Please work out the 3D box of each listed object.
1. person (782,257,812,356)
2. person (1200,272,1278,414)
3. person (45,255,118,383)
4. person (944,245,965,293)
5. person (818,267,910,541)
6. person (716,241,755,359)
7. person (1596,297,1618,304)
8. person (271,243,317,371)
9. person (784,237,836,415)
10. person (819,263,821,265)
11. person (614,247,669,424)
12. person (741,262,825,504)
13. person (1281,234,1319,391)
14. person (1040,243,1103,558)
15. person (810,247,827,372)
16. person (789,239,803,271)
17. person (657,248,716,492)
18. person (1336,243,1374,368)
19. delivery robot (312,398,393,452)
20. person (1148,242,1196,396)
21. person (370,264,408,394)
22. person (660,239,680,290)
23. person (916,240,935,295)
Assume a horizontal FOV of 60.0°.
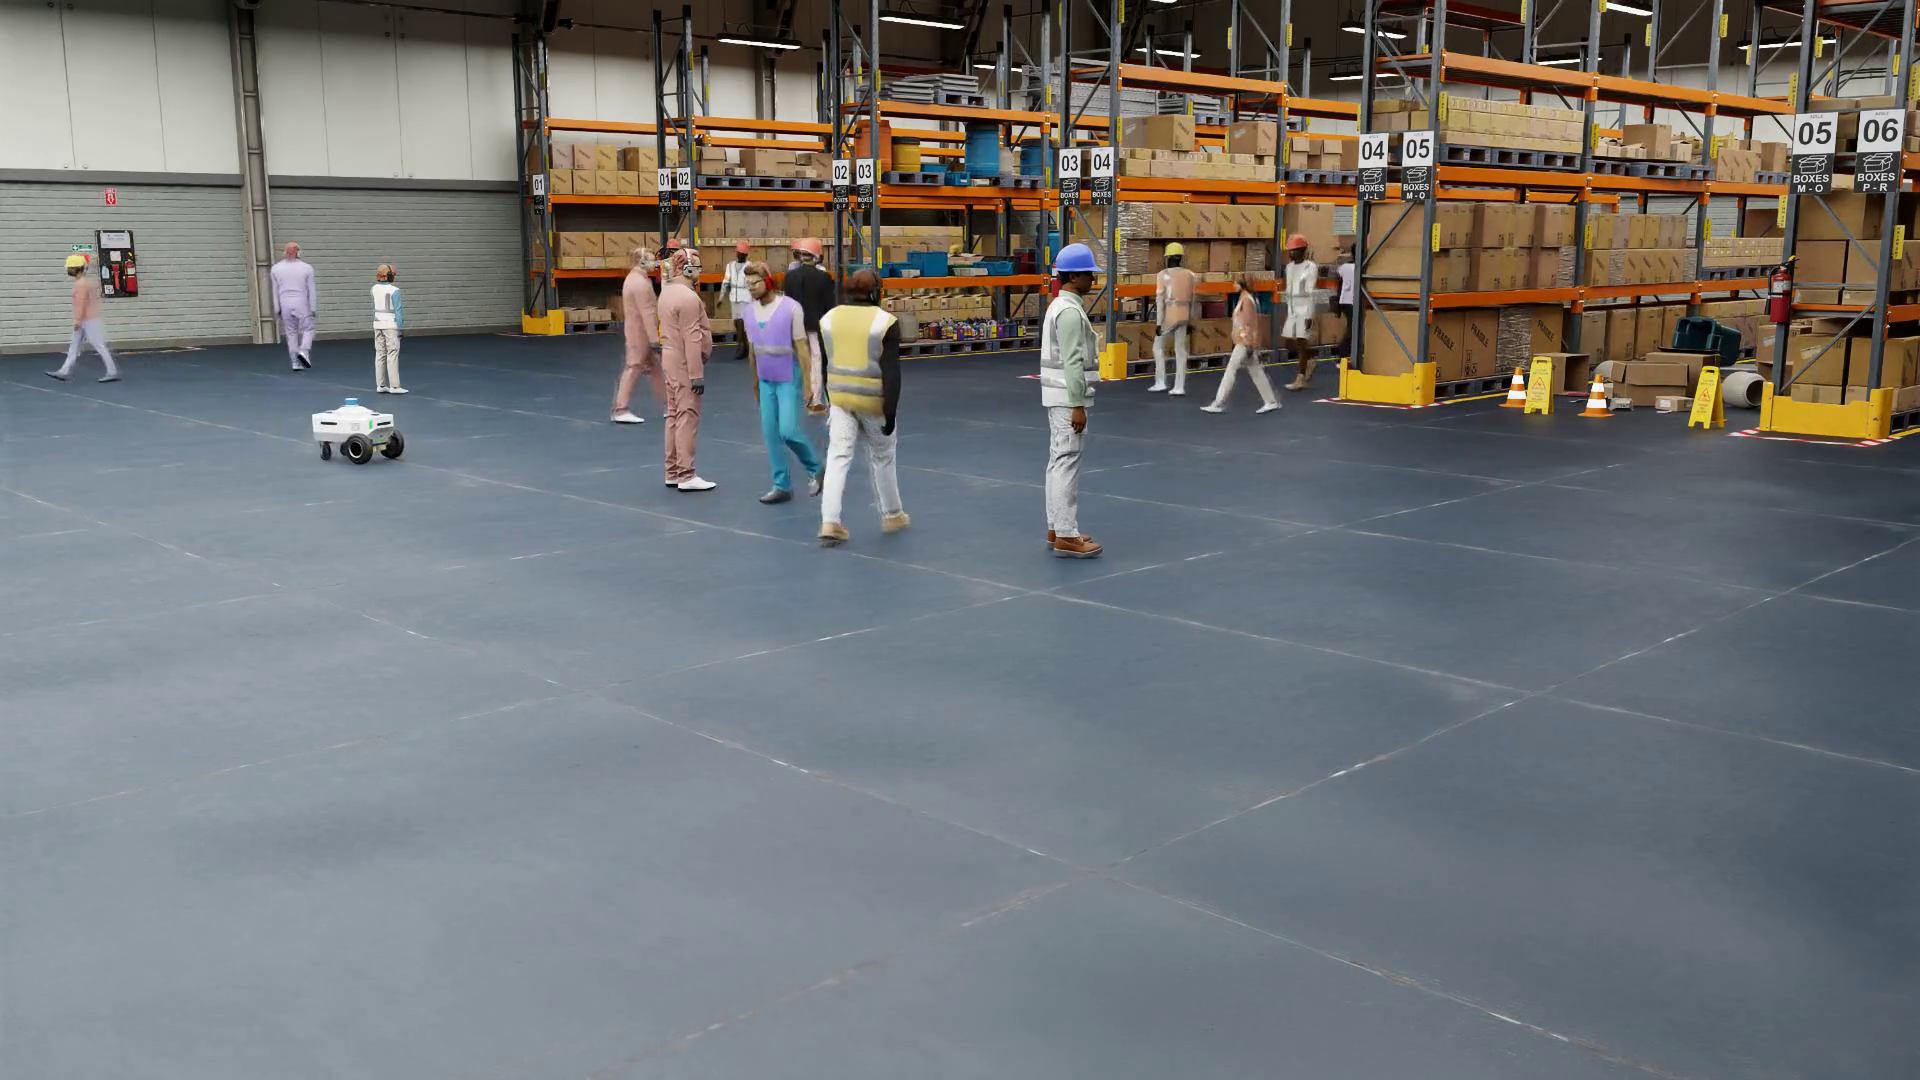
[{"bbox_3d":[-2.545,-3.697,26.486,0.863,1.701,0.588,6,12,30],"label":"person"},{"bbox_3d":[3.189,-2.206,18.688,0.881,1.590,0.532,2,11,10],"label":"person"},{"bbox_3d":[-12.006,-2.999,22.651,0.903,1.720,0.557,-6,12,-31],"label":"person"},{"bbox_3d":[-0.121,-5.754,37.532,0.941,1.769,0.606,-10,14,-44],"label":"person"},{"bbox_3d":[-0.664,-0.902,11.033,0.636,1.797,0.960,5,11,23],"label":"person"},{"bbox_3d":[-3.613,-3.917,27.140,0.665,1.907,0.595,4,11,21],"label":"person"},{"bbox_3d":[12.247,-4.720,31.443,0.372,1.940,0.632,-4,11,-22],"label":"person"},{"bbox_3d":[-9.867,-3.460,24.711,0.648,1.895,0.452,-1,10,-3],"label":"person"},{"bbox_3d":[-1.689,-2.392,18.646,0.621,1.974,0.486,5,12,27],"label":"person"},{"bbox_3d":[-2.728,-4.500,30.638,0.882,1.798,0.599,-9,13,-39],"label":"person"},{"bbox_3d":[-3.315,-2.190,17.863,0.947,1.860,0.678,-3,11,-16],"label":"person"},{"bbox_3d":[-1.340,-1.178,12.480,0.603,1.809,0.575,8,13,36],"label":"person"},{"bbox_3d":[4.437,-2.959,21.615,0.576,2.021,0.635,-6,12,-28],"label":"person"},{"bbox_3d":[0.698,-0.882,10.490,0.385,1.948,0.605,-1,10,-4],"label":"person"},{"bbox_3d":[-2.060,-3.415,24.549,0.581,1.863,0.717,10,14,43],"label":"person"},{"bbox_3d":[-2.580,-3.862,26.770,0.357,1.937,0.550,7,13,34],"label":"person"},{"bbox_3d":[-2.157,-1.348,13.182,0.401,1.899,0.636,-5,11,-24],"label":"person"},{"bbox_3d":[6.037,-3.548,25.193,0.970,1.878,0.587,-7,12,-32],"label":"person"},{"bbox_3d":[-5.468,-1.032,14.971,0.707,0.478,0.477,4,11,21],"label":"delivery robot"},{"bbox_3d":[2.641,-2.781,20.943,0.625,1.902,0.707,-5,12,-26],"label":"person"},{"bbox_3d":[-7.258,-2.669,21.100,0.517,1.635,0.313,6,12,29],"label":"person"},{"bbox_3d":[-5.027,-4.332,29.326,0.542,1.939,0.362,-6,12,-31],"label":"person"},{"bbox_3d":[-0.797,-5.966,38.358,0.632,1.905,0.955,9,14,42],"label":"person"}]
